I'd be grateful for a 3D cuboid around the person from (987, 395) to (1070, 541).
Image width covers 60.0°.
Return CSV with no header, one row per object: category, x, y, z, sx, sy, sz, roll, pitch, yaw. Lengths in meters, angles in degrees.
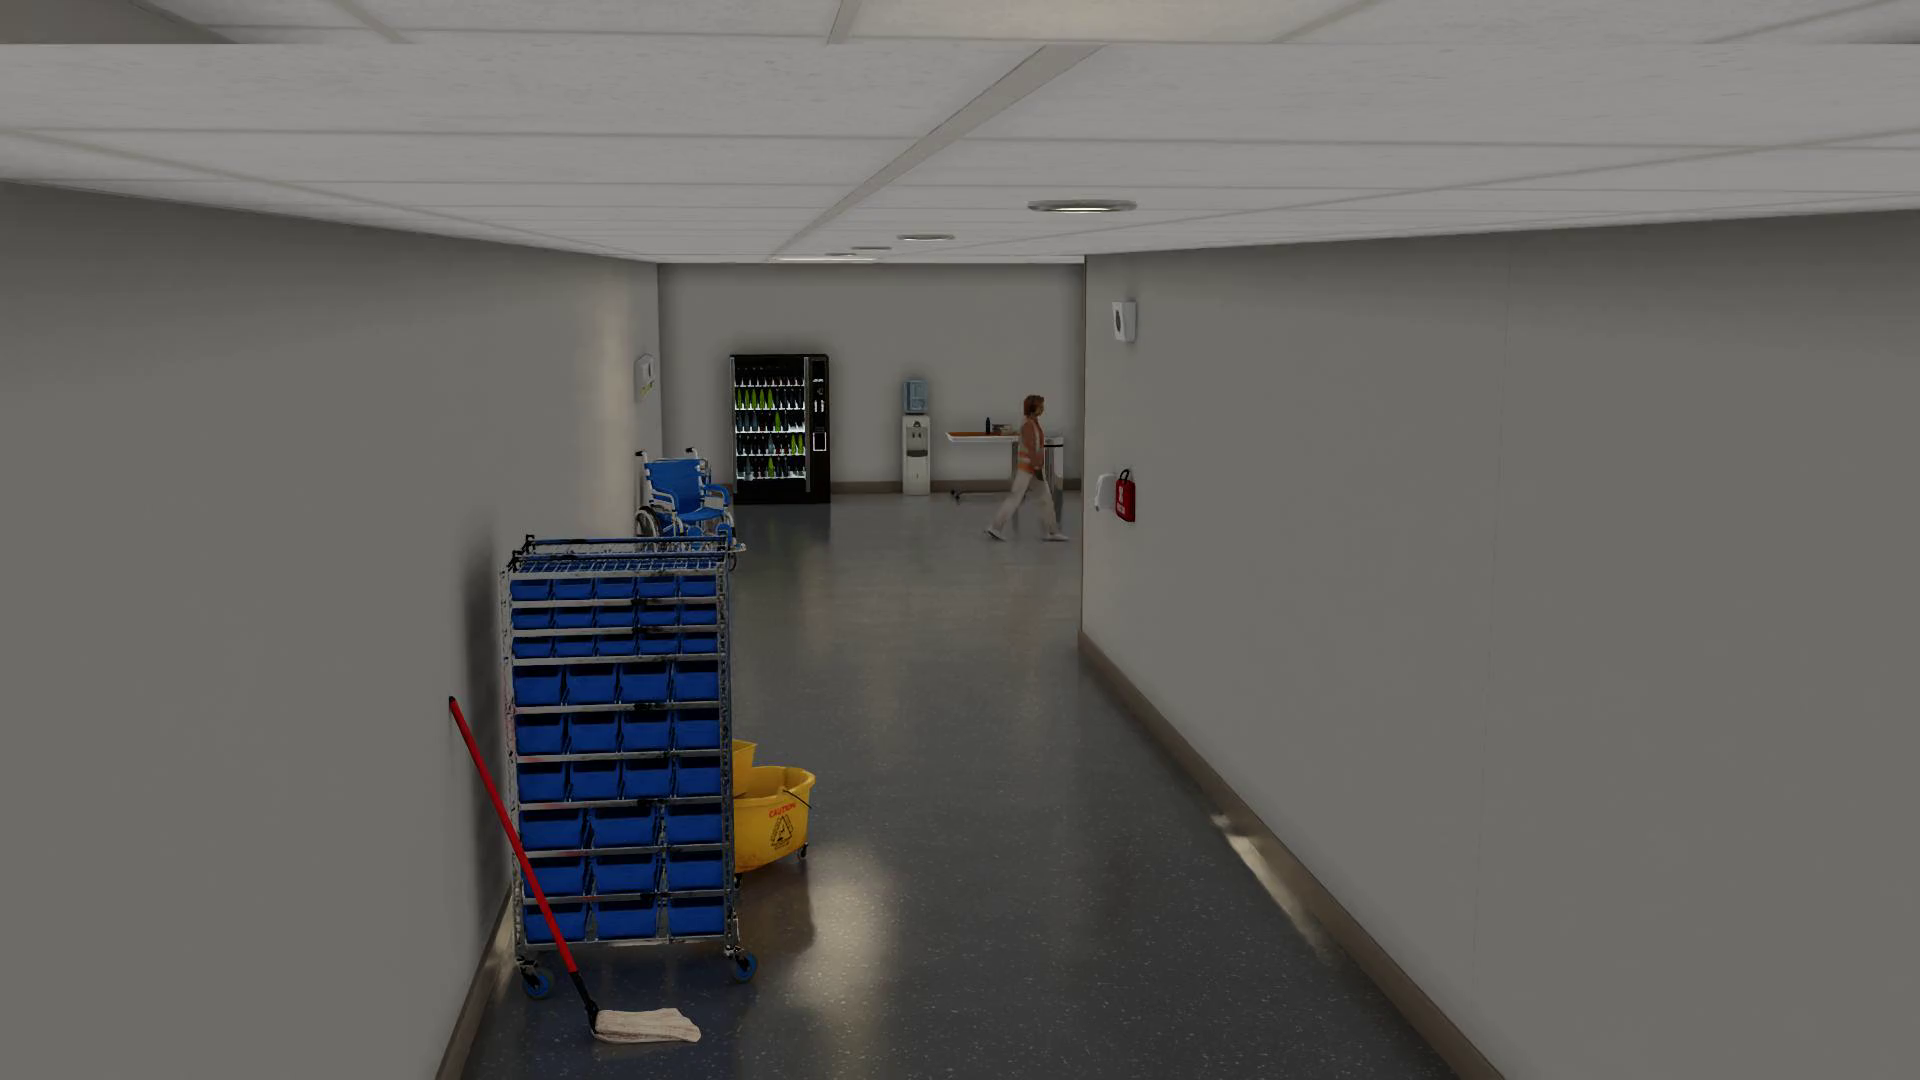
person,0.718,-0.772,17.923,0.876,1.596,0.506,3,9,15
